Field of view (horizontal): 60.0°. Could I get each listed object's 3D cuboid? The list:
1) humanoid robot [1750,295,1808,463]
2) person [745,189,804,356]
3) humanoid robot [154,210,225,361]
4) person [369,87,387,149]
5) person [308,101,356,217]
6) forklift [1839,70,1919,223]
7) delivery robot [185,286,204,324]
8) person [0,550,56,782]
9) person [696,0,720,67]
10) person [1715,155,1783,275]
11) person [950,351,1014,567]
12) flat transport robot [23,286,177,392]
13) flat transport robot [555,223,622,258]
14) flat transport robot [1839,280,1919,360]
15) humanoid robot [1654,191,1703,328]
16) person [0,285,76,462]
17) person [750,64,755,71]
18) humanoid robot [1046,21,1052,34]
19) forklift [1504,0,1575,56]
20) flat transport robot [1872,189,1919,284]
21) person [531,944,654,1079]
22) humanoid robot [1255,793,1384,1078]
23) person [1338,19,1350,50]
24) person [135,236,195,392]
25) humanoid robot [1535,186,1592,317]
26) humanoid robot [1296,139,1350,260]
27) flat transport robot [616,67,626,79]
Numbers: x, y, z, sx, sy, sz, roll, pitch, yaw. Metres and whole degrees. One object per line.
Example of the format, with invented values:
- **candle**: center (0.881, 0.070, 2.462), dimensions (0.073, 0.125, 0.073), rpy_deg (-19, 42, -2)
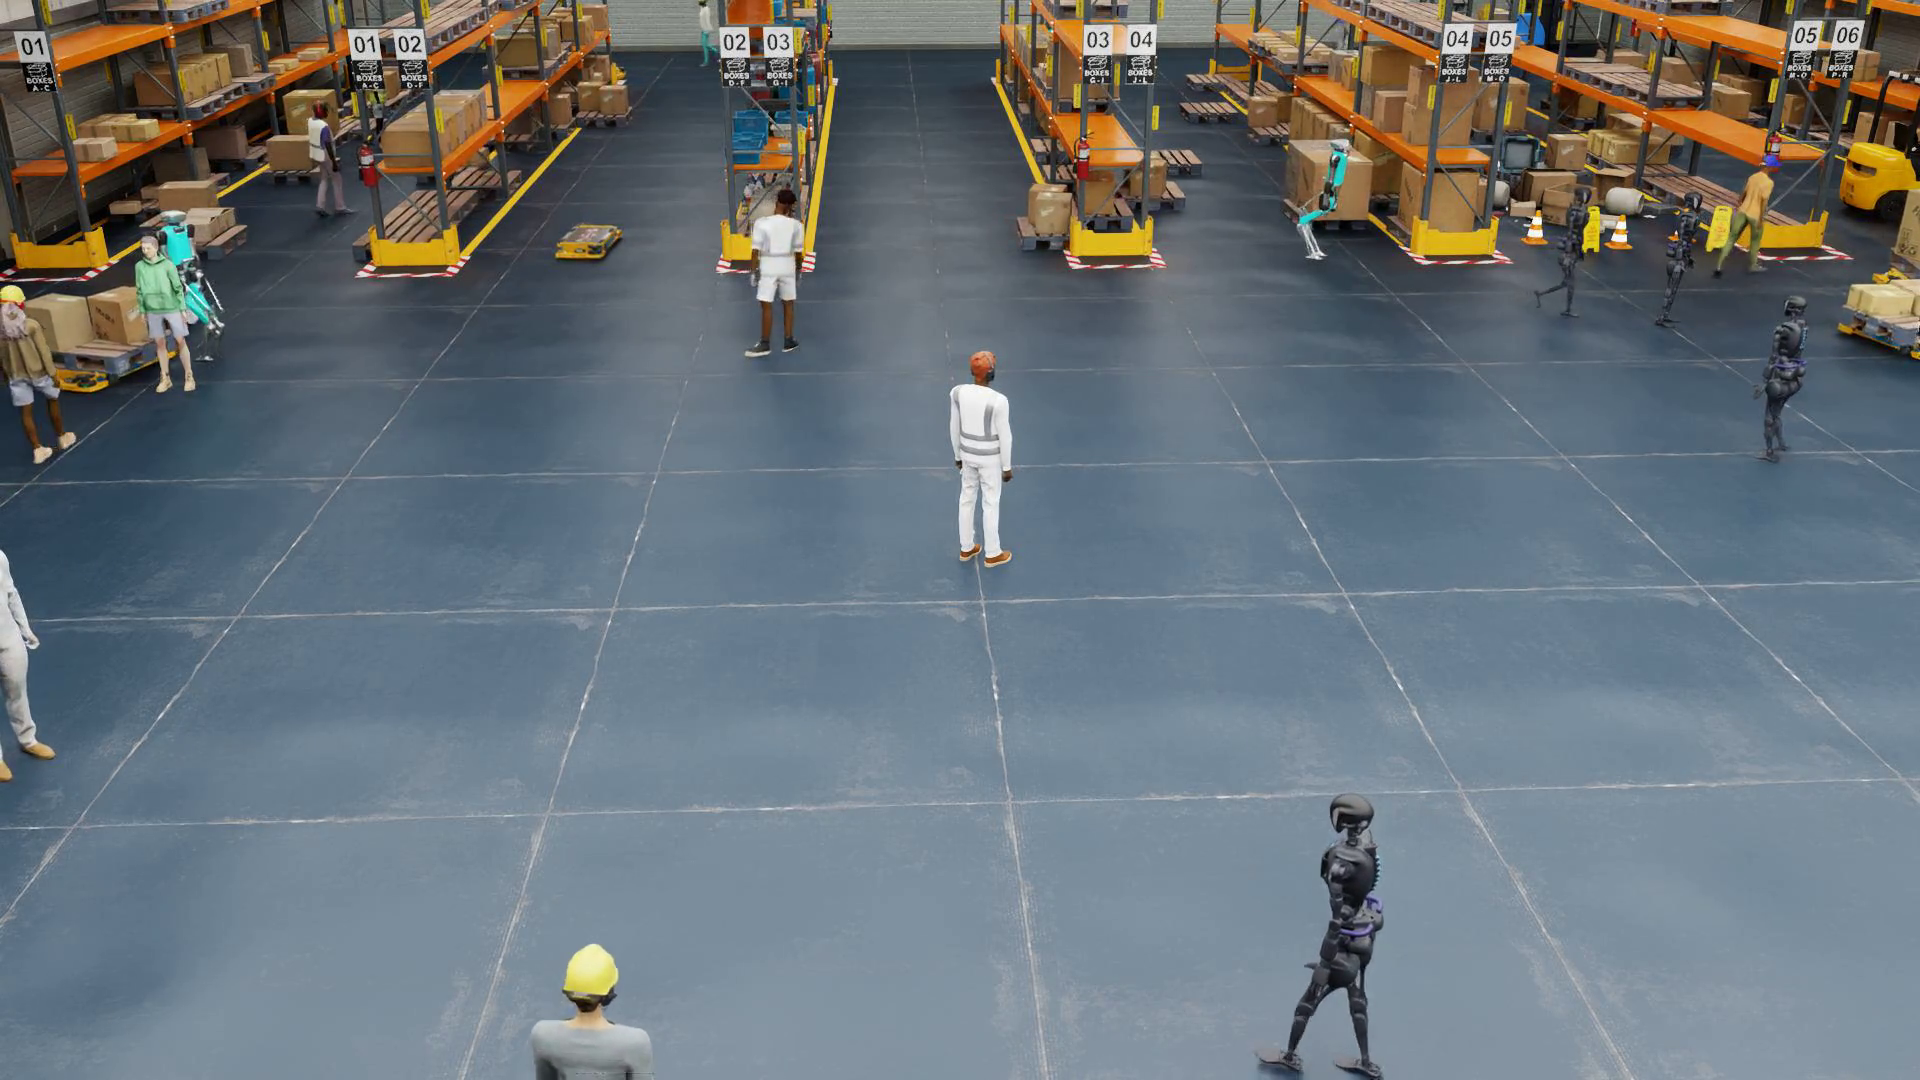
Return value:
- **humanoid robot**: center (8.059, -1.584, 16.299), dimensions (0.603, 1.653, 0.333), rpy_deg (-15, 28, -31)
- **person**: center (-2.213, -3.128, 19.484), dimensions (0.812, 1.925, 0.369), rpy_deg (-10, 26, -21)
- **humanoid robot**: center (-8.746, -2.862, 19.134), dimensions (0.662, 1.829, 0.541), rpy_deg (8, 25, 18)
- **person**: center (-10.863, -8.179, 31.098), dimensions (0.319, 1.692, 0.531), rpy_deg (-5, 25, -12)
- **person**: center (-9.901, -5.946, 25.945), dimensions (0.647, 1.801, 0.632), rpy_deg (20, 31, 38)
- **forklift**: center (15.132, -6.143, 25.915), dimensions (2.313, 2.155, 1.214), rpy_deg (-1, 24, -2)
- **delivery robot**: center (-9.943, -2.986, 20.852), dimensions (0.815, 0.614, 0.499), rpy_deg (-2, 24, -4)
- **person**: center (-6.399, 0.670, 10.971), dimensions (0.372, 1.894, 0.582), rpy_deg (13, 27, 26)
- **person**: center (-6.181, -12.506, 40.756), dimensions (0.547, 1.743, 0.520), rpy_deg (-9, 25, -19)
- **person**: center (10.779, -4.441, 22.734), dimensions (0.906, 1.662, 0.526), rpy_deg (-9, 26, -20)
- **person**: center (0.191, -0.679, 14.020), dimensions (0.579, 1.878, 0.353), rpy_deg (15, 28, 31)
- **flat transport robot**: center (-9.708, -1.996, 18.957), dimensions (0.659, 0.231, 1.431), rpy_deg (6, 25, 13)
- **flat transport robot**: center (-5.411, -4.358, 24.264), dimensions (0.659, 0.231, 1.431), rpy_deg (1, 24, 1)
- **flat transport robot**: center (11.343, -2.432, 19.937), dimensions (0.659, 0.231, 1.431), rpy_deg (-7, 25, -15)
- **humanoid robot**: center (8.910, -3.481, 20.545), dimensions (0.315, 1.657, 0.599), rpy_deg (17, 29, 34)
- **person**: center (-9.159, -1.683, 16.436), dimensions (0.577, 1.741, 0.718), rpy_deg (-3, 24, -7)
- **person**: center (-4.819, -12.089, 39.737), dimensions (0.969, 1.814, 0.505), rpy_deg (4, 24, 9)
- **humanoid robot**: center (2.264, -12.881, 41.593), dimensions (0.561, 1.712, 1.026), rpy_deg (-16, 28, -31)
- **forklift**: center (14.700, -13.805, 42.301), dimensions (1.873, 2.768, 1.129), rpy_deg (-1, 24, -2)
- **flat transport robot**: center (13.069, -3.443, 22.209), dimensions (1.431, 0.231, 0.659), rpy_deg (4, 24, 9)
- **person**: center (-1.534, 2.449, 7.158), dimensions (0.537, 1.739, 0.761), rpy_deg (0, 24, 0)
- **humanoid robot**: center (1.872, 1.970, 8.330), dimensions (0.642, 1.635, 0.609), rpy_deg (13, 27, 26)
- **person**: center (9.732, -12.981, 41.774), dimensions (0.505, 1.784, 0.625), rpy_deg (-4, 24, -8)
- **person**: center (-8.725, -2.484, 18.240), dimensions (0.486, 1.742, 0.328), rpy_deg (-3, 24, -7)
- **humanoid robot**: center (7.651, -3.670, 21.000), dimensions (0.636, 1.634, 0.592), rpy_deg (17, 29, 33)
- **humanoid robot**: center (5.022, -4.790, 23.305), dimensions (0.746, 1.685, 0.532), rpy_deg (13, 27, 27)
- **flat transport robot**: center (-8.626, -10.976, 39.134), dimensions (1.431, 0.231, 0.659), rpy_deg (-1, 24, -2)
